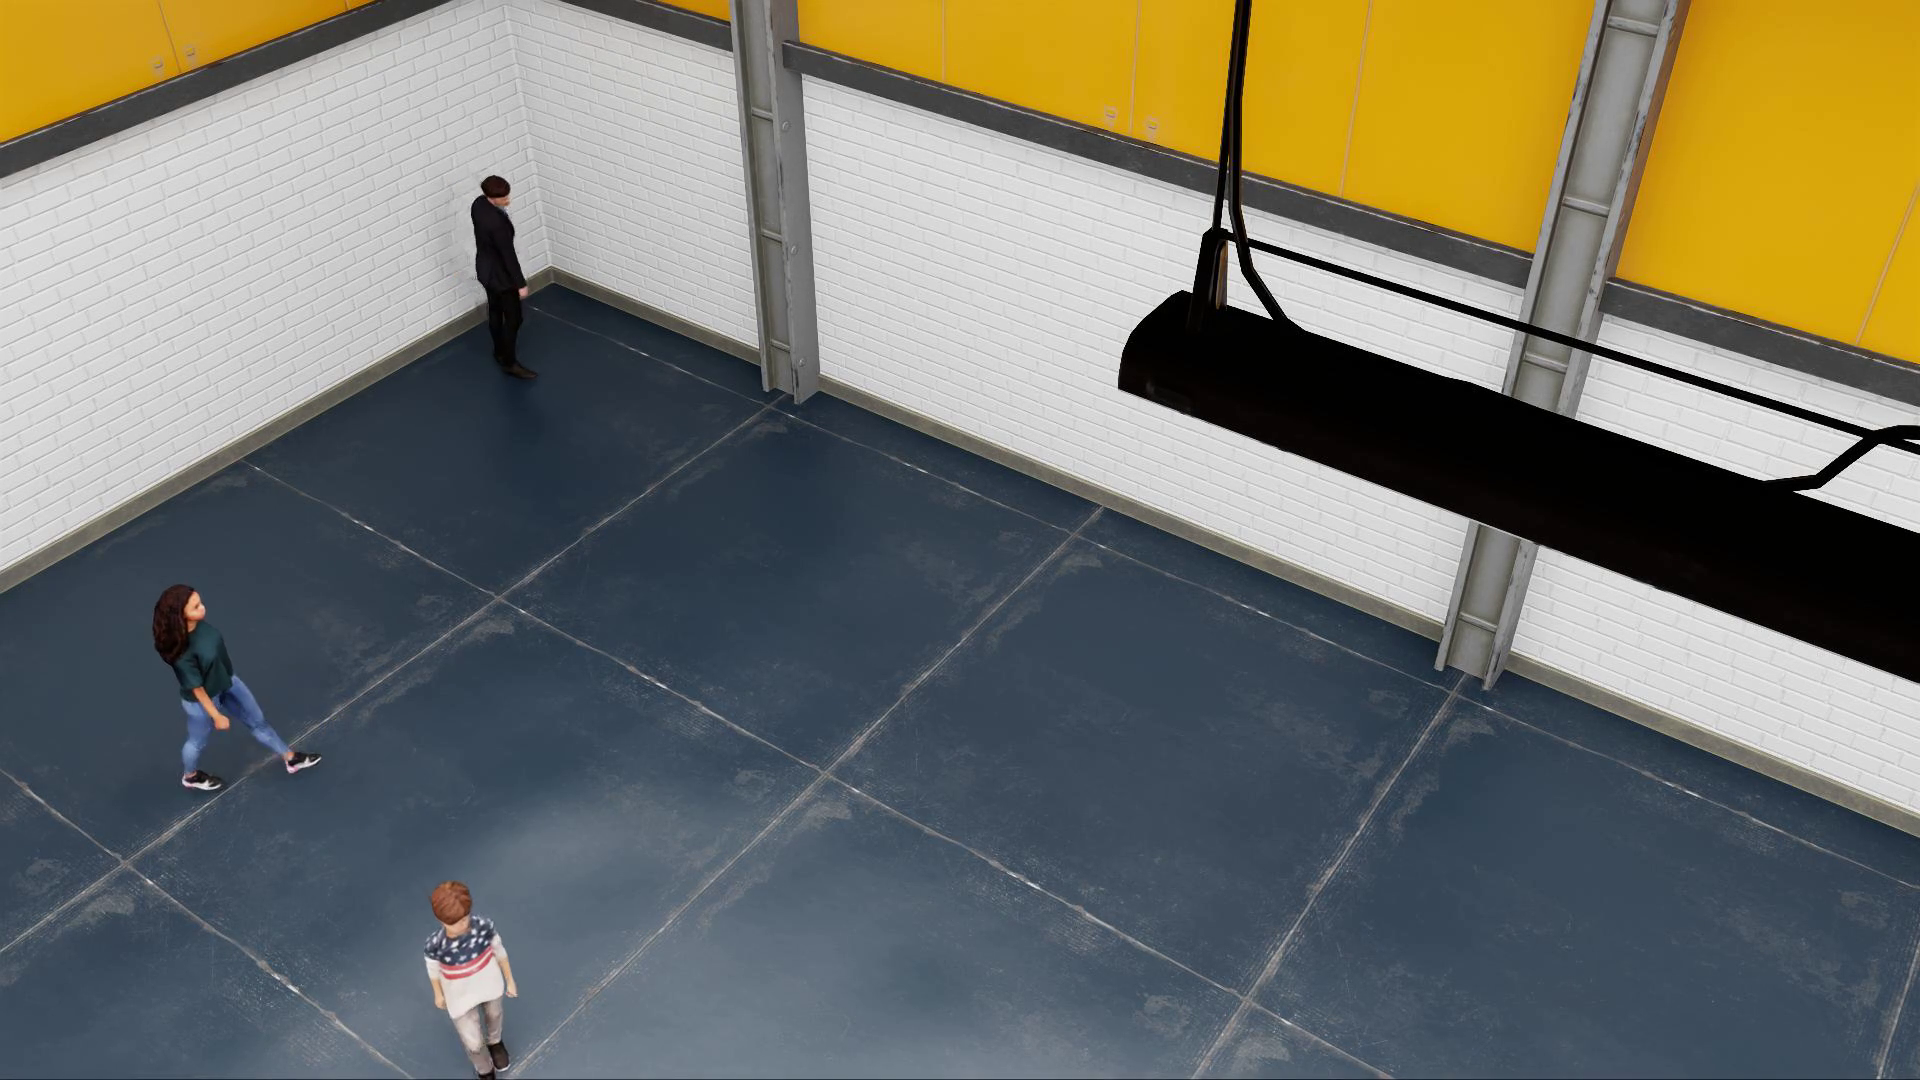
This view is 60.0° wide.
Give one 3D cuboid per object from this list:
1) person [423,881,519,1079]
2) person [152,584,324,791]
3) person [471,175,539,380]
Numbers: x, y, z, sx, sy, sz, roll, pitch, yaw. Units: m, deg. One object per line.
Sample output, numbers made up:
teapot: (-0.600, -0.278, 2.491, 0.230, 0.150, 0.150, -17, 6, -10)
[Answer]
person: (-2.526, 2.223, 8.545, 0.657, 1.430, 0.724, -21, 43, -25)
person: (-4.613, 0.940, 10.038, 1.152, 1.571, 1.042, -3, 39, -4)
person: (-3.877, -2.233, 13.791, 0.691, 1.845, 0.975, 28, 47, 31)
